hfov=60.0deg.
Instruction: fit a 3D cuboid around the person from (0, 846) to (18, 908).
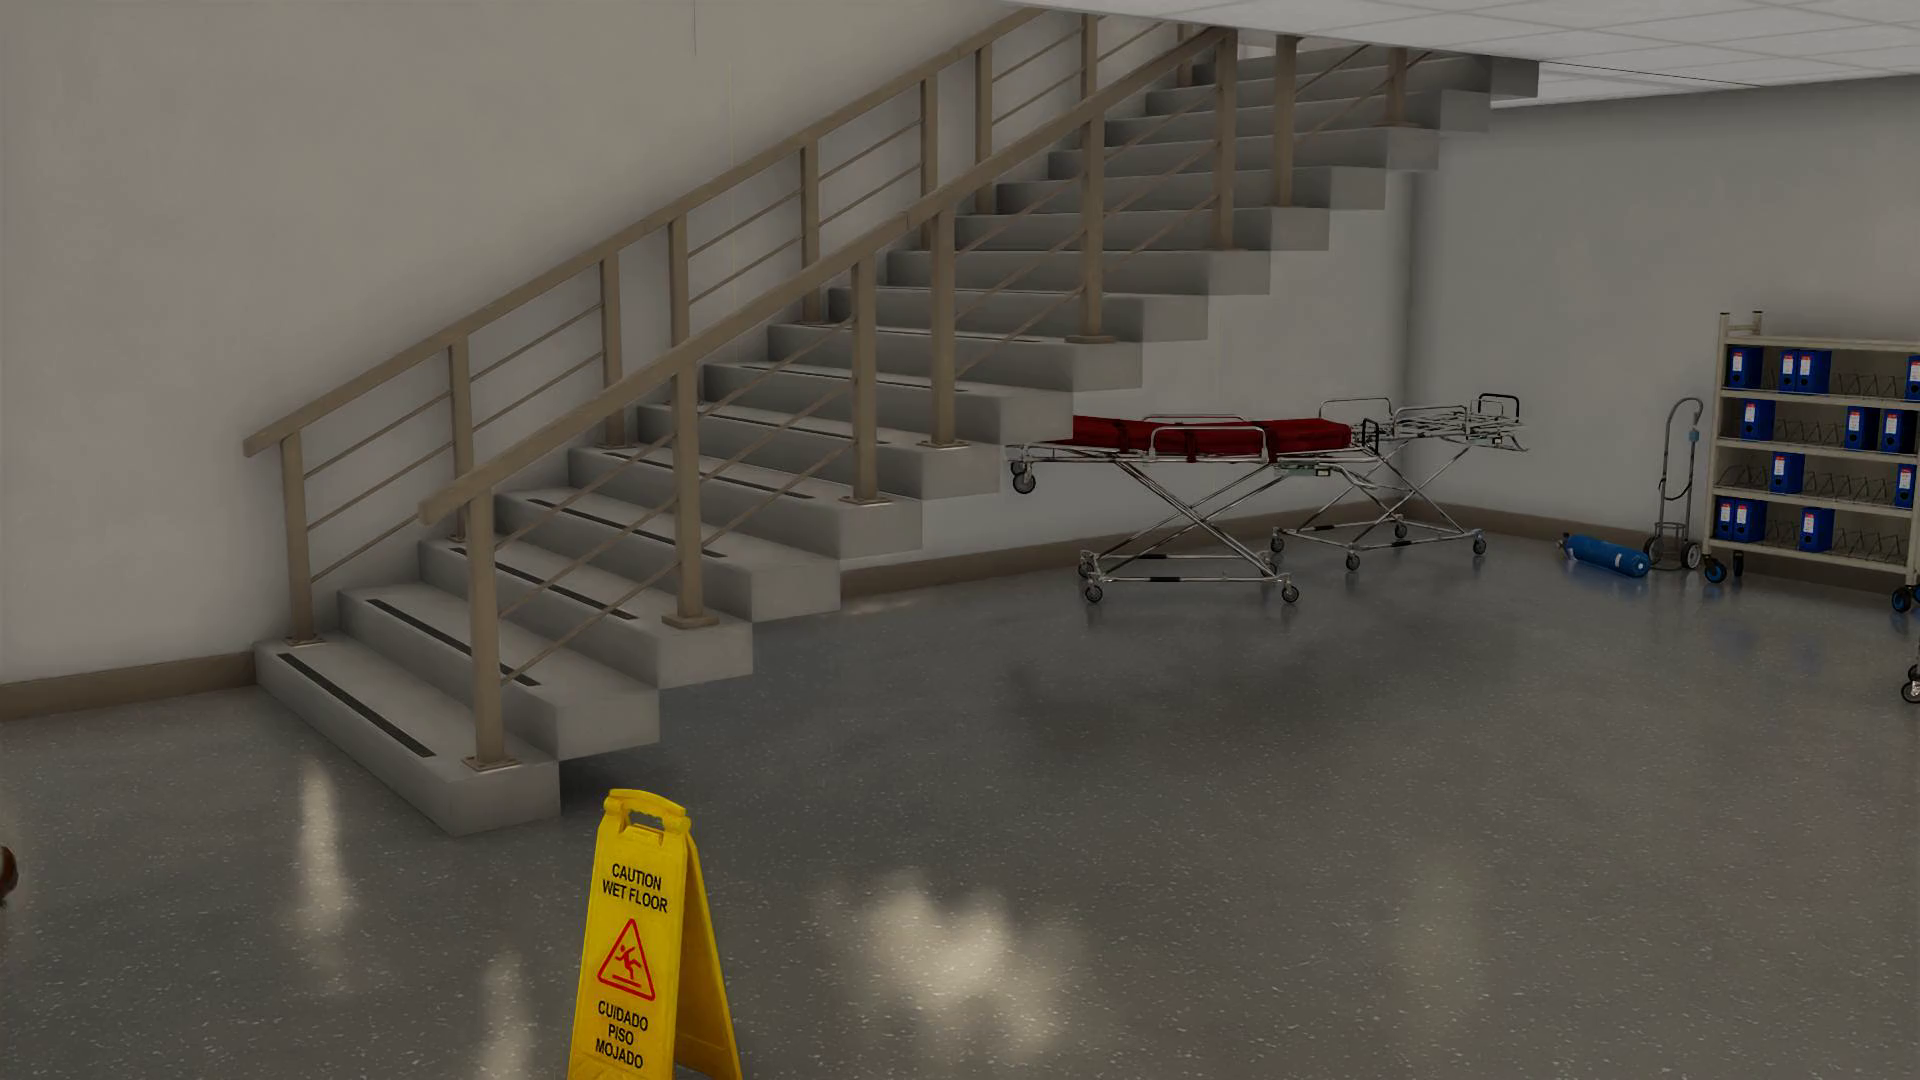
[{"bbox_3d":[-3.008,0.292,4.641,0.648,1.889,1.049,-2,10,-12],"label":"person"}]
